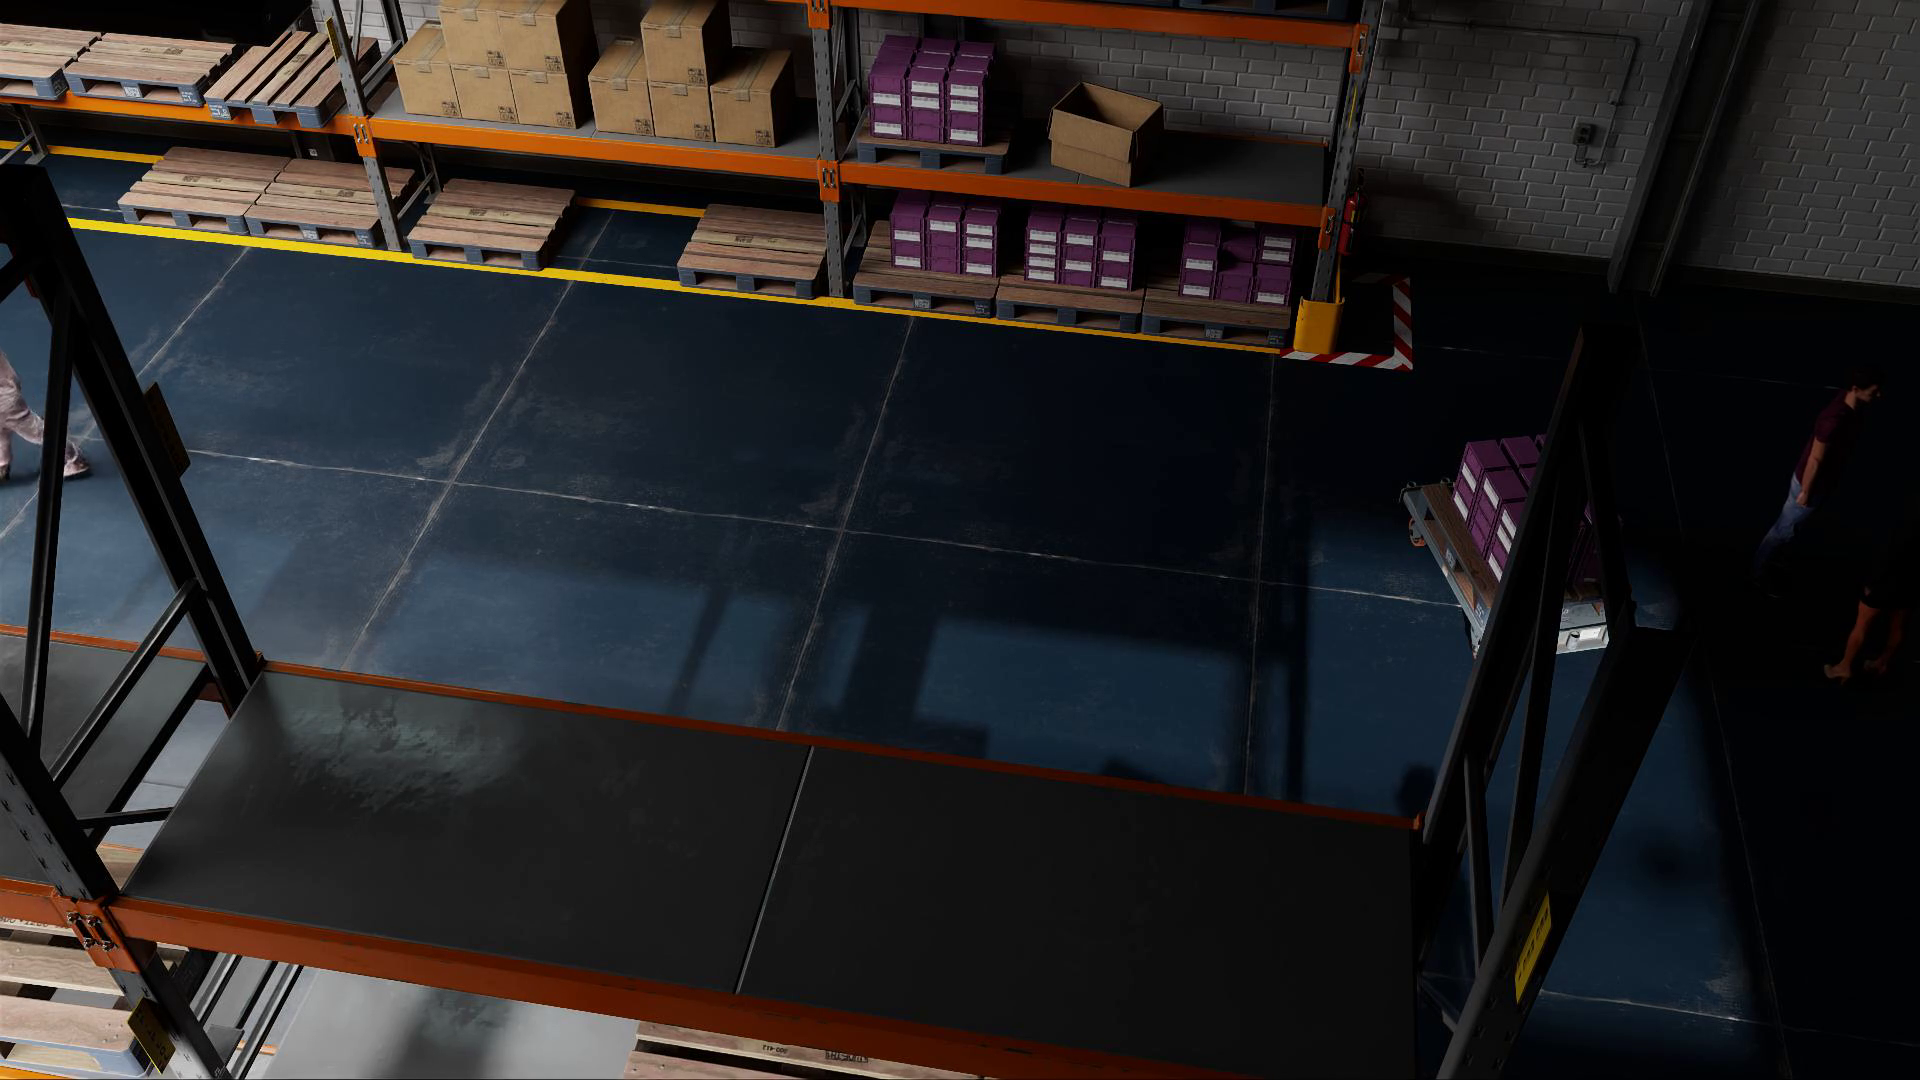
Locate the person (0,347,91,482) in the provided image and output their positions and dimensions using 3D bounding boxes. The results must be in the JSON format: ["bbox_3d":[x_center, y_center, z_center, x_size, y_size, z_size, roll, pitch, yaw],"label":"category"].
[{"bbox_3d":[-6.788,-1.062,11.922,1.152,1.648,0.982,-14,45,-15],"label":"person"}]

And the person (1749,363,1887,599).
[{"bbox_3d":[5.736,-0.442,11.124,0.725,1.851,0.737,30,51,28],"label":"person"}]

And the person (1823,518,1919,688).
[{"bbox_3d":[5.922,0.300,10.501,0.595,1.635,0.680,-3,44,-3],"label":"person"}]
